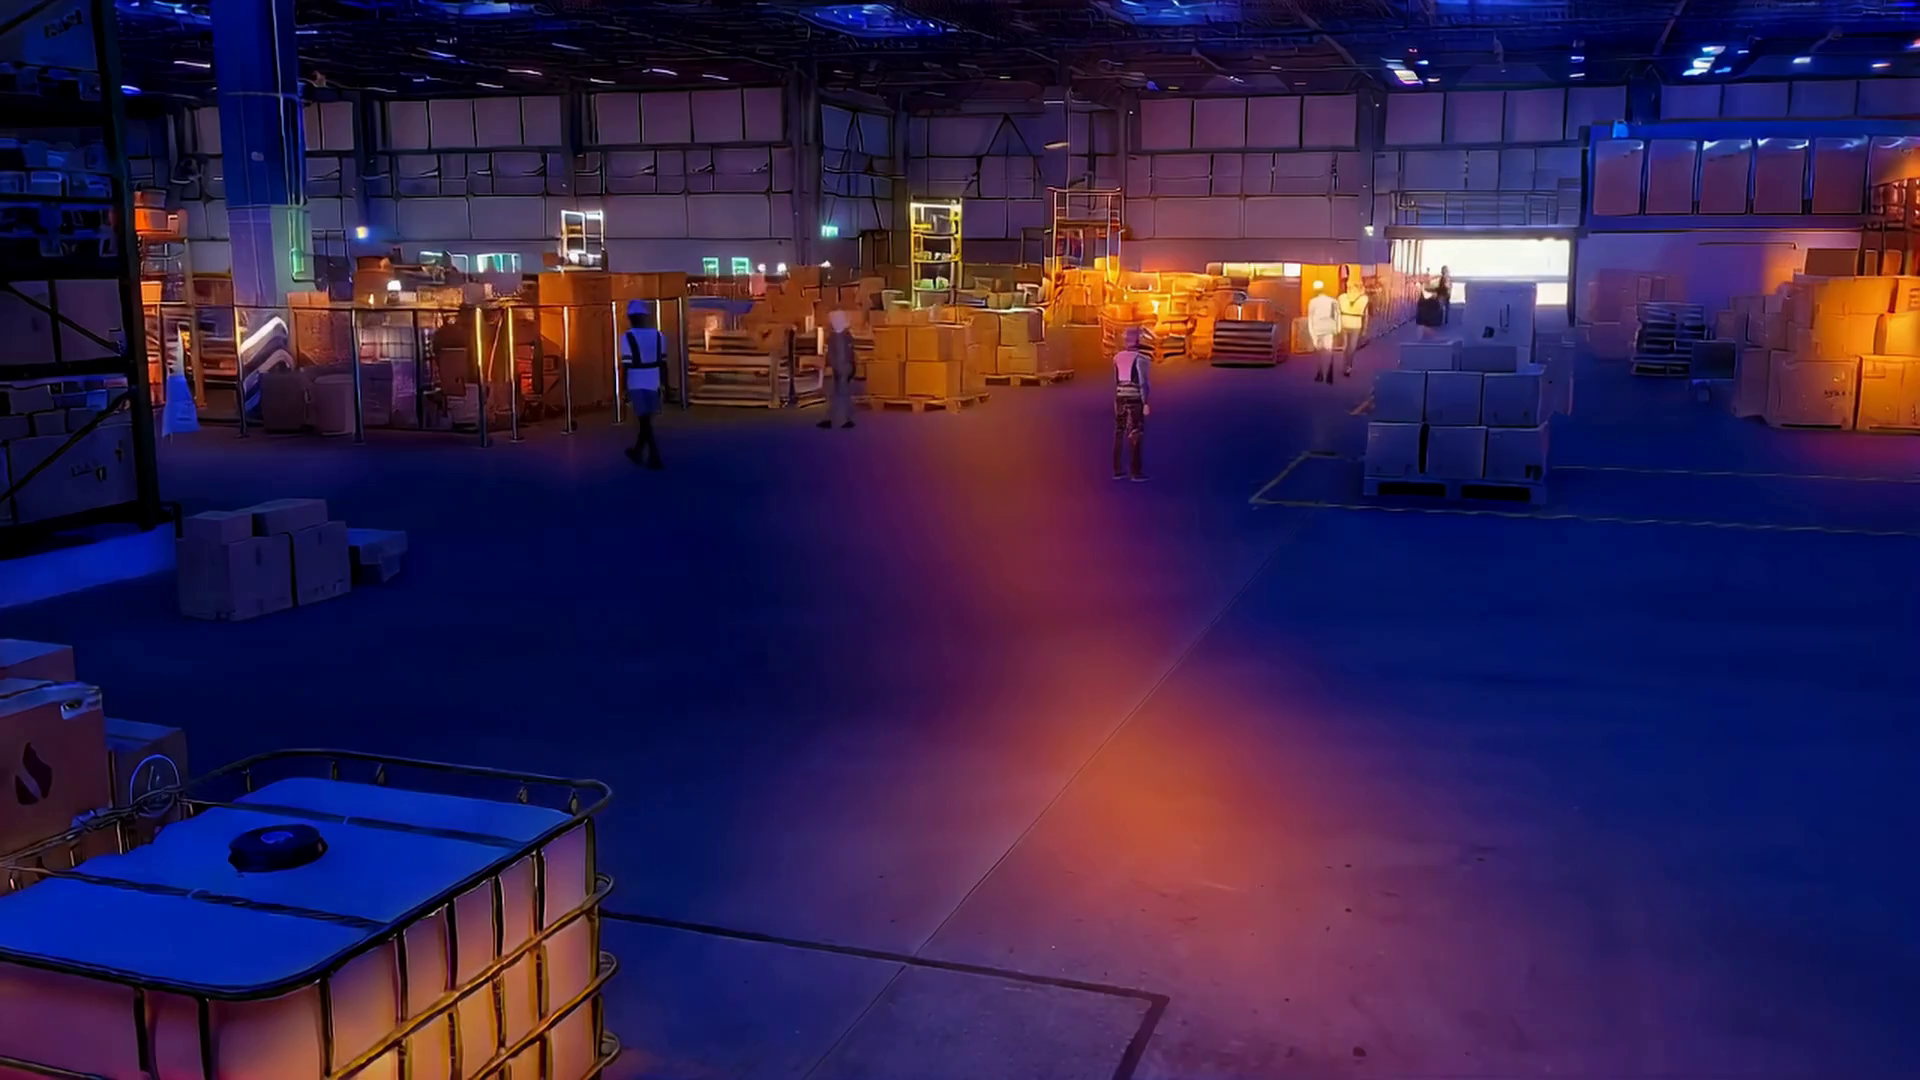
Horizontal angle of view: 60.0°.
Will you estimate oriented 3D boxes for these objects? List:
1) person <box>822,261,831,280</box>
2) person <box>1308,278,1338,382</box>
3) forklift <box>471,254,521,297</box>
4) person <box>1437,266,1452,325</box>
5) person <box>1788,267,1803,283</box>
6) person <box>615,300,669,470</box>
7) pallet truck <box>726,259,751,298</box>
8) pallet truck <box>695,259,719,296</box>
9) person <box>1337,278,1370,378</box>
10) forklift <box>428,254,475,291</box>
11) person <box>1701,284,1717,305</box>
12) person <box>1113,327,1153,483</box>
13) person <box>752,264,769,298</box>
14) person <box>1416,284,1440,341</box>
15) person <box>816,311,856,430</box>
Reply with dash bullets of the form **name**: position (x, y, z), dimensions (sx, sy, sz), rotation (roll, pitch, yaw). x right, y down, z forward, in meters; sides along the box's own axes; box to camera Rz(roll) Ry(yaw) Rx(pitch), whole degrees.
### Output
- **person**: position (-4.197, -7.572, 51.201), dimensions (0.628, 2.008, 0.973), rotation (-9, 13, -40)
- **person**: position (6.600, -3.787, 30.176), dimensions (0.559, 1.908, 0.748), rotation (0, 10, -1)
- **forklift**: position (-17.990, -10.121, 64.684), dimensions (1.157, 1.987, 2.680), rotation (3, 11, 17)
- **person**: position (15.216, -7.680, 52.240), dimensions (0.508, 1.847, 0.345), rotation (8, 13, 38)
- **person**: position (20.038, -5.565, 39.988), dimensions (0.362, 1.965, 0.611), rotation (-1, 10, -3)
- **person**: position (-3.618, -1.752, 18.758), dimensions (0.557, 1.878, 0.974), rotation (-9, 13, -41)
- **pallet truck**: position (-7.986, -9.493, 62.019), dimensions (0.823, 1.965, 1.885), rotation (3, 11, 17)
- **pallet truck**: position (-9.165, -9.627, 62.776), dimensions (0.823, 1.965, 1.885), rotation (4, 11, 23)
- **person**: position (7.402, -4.002, 31.402), dimensions (0.641, 1.888, 0.531), rotation (4, 11, 22)
- **forklift**: position (-20.133, -10.254, 65.465), dimensions (1.157, 1.987, 2.680), rotation (3, 11, 19)
- **person**: position (23.485, -7.703, 52.170), dimensions (0.642, 1.909, 0.409), rotation (0, 10, -3)
- **person**: position (1.812, -1.419, 17.544), dimensions (0.309, 1.645, 0.514), rotation (-8, 13, -38)
- **person**: position (-6.216, -7.691, 52.157), dimensions (0.431, 1.890, 0.676), rotation (5, 11, 27)
- **person**: position (9.529, -4.349, 33.846), dimensions (0.521, 1.717, 0.933), rotation (7, 12, 35)
- **person**: position (-1.712, -2.280, 22.492), dimensions (0.787, 1.596, 0.532), rotation (-7, 13, -36)
